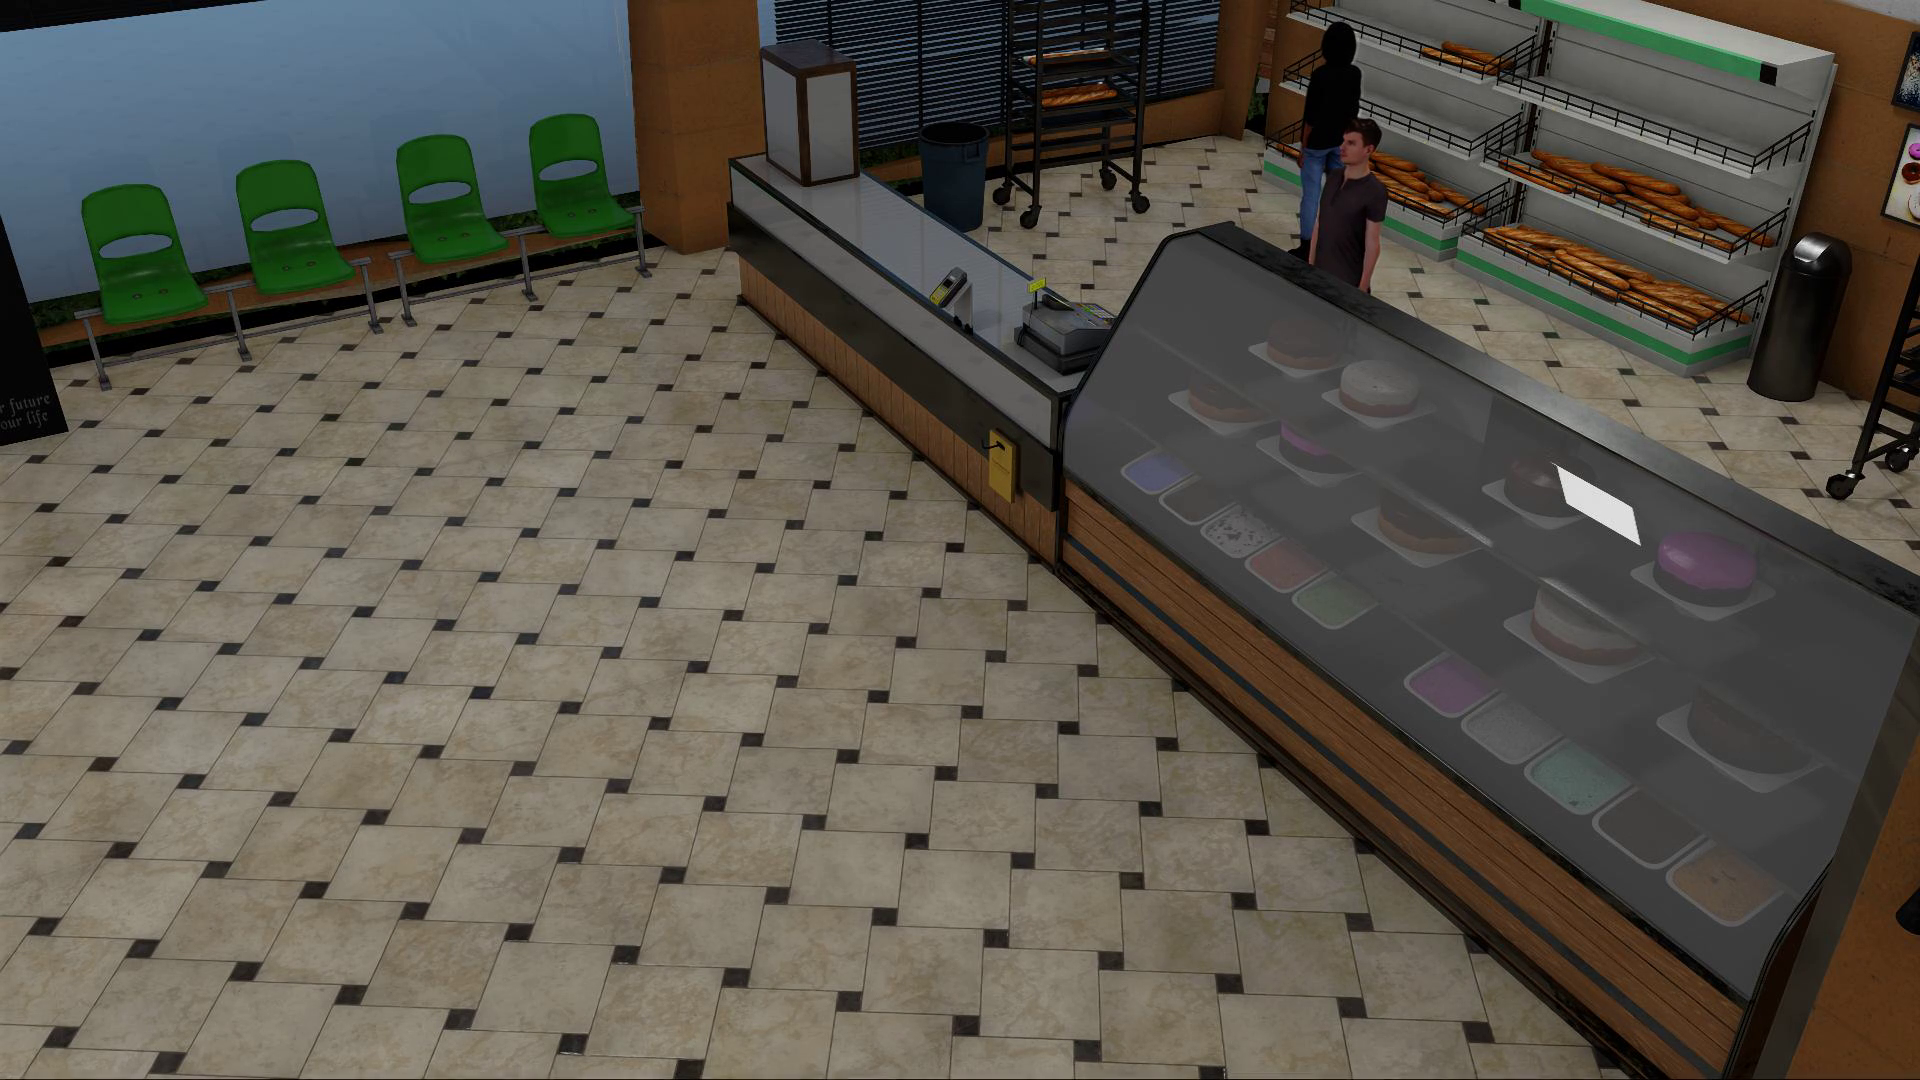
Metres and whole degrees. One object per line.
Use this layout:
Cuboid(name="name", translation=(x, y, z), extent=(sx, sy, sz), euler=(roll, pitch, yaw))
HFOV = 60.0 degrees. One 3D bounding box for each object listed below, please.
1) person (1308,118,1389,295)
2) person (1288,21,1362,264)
Cuboid(name="person", translation=(2.143, -1.460, 9.337), extent=(0.524, 1.854, 0.633), euler=(-17, 36, -25))
Cuboid(name="person", translation=(2.536, -2.724, 11.514), extent=(0.549, 1.701, 0.684), euler=(-9, 33, -14))
